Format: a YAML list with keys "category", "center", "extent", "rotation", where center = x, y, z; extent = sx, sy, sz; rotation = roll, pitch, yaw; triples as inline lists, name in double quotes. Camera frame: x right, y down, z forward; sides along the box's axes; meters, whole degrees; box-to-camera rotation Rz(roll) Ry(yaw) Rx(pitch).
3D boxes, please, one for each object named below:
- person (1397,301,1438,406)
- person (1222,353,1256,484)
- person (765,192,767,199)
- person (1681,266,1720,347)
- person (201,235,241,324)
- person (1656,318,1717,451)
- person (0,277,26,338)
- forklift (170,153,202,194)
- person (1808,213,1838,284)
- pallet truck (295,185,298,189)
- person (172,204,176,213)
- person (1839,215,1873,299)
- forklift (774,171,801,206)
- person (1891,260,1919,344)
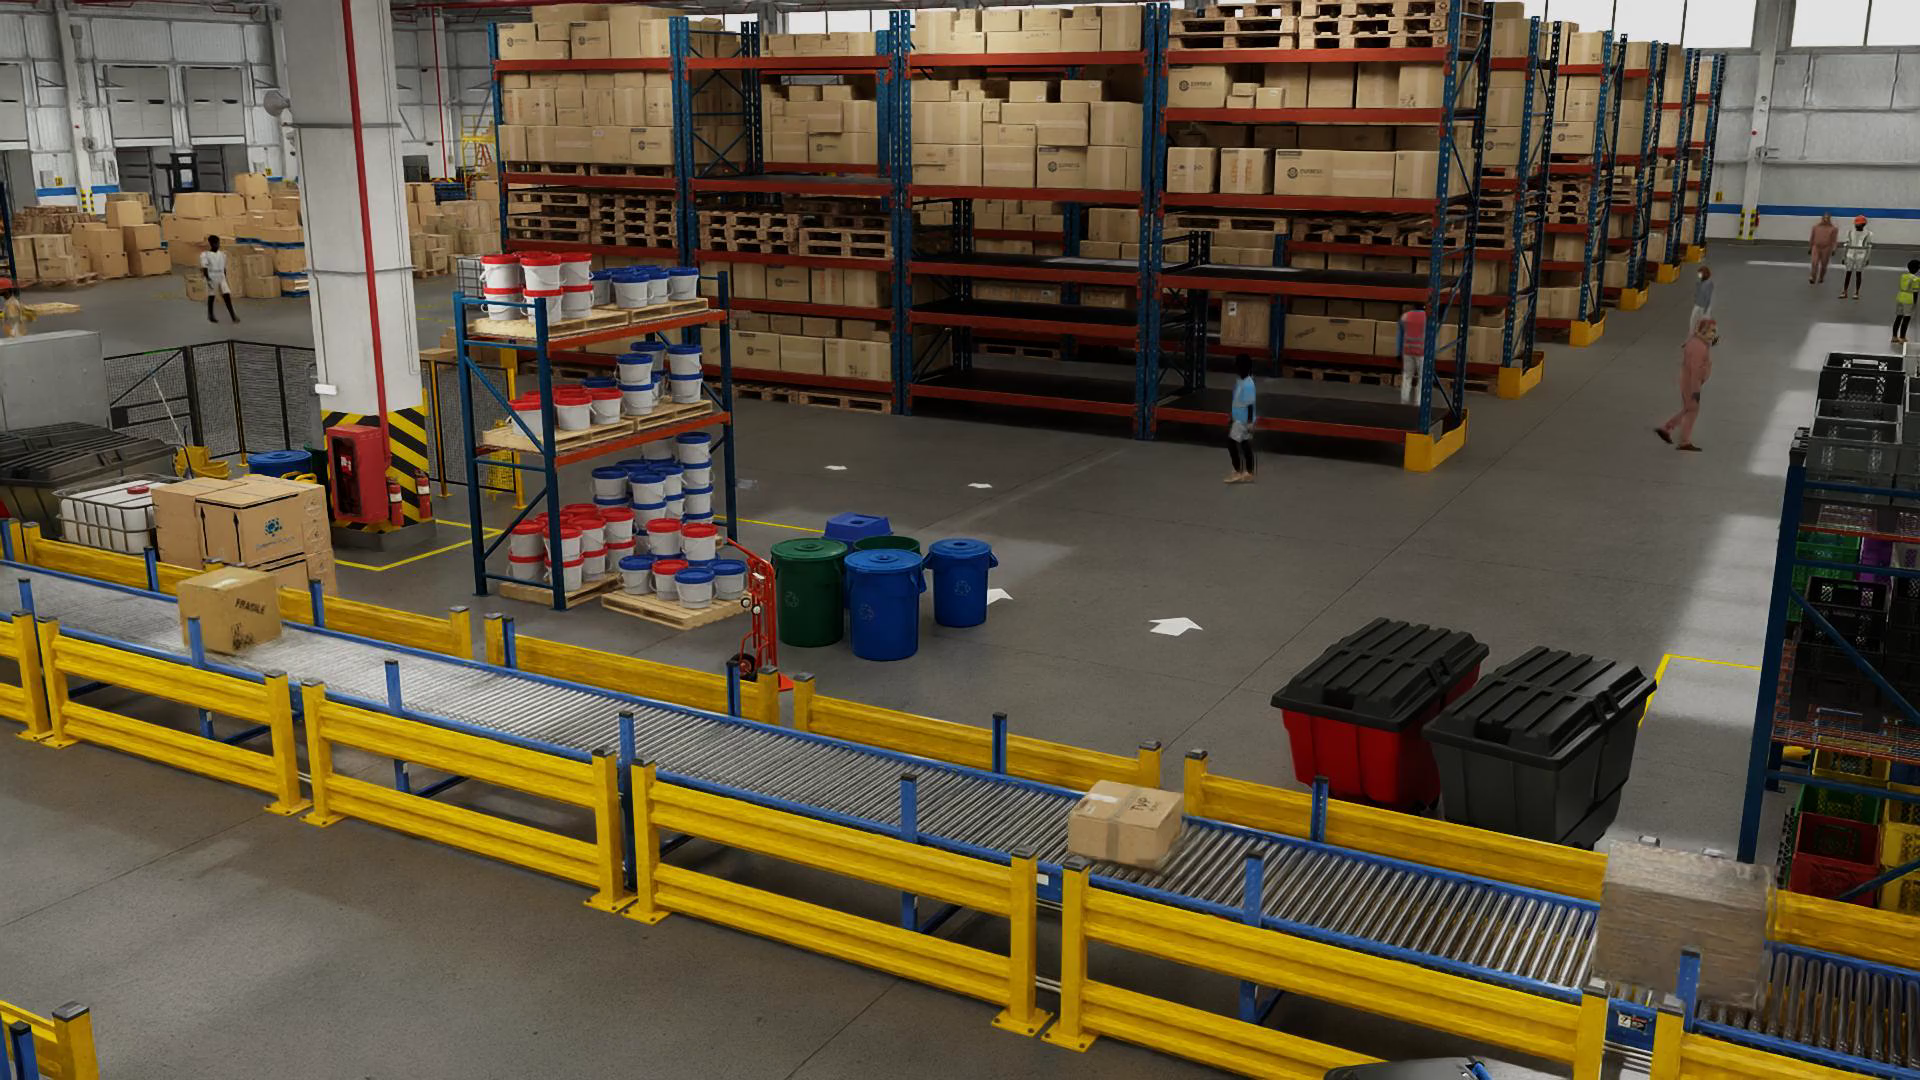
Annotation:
- category: "person"
  center: [7.180, -2.926, 26.118]
  extent: [0.636, 1.829, 0.429]
  rotation: [13, 20, 40]
- category: "person"
  center: [3.528, -1.534, 21.158]
  extent: [0.569, 1.671, 0.546]
  rotation: [0, 15, 1]
- category: "person"
  center: [-8.047, -14.010, 67.595]
  extent: [0.631, 1.931, 0.366]
  rotation: [-6, 16, -21]
- category: "person"
  center: [14.727, -4.617, 32.897]
  extent: [0.758, 1.607, 0.498]
  rotation: [-5, 16, -18]
- category: "person"
  center: [-16.158, -5.656, 36.217]
  extent: [0.969, 1.918, 0.614]
  rotation: [11, 19, 37]
- category: "person"
  center: [10.156, -2.164, 23.164]
  extent: [0.532, 1.880, 0.659]
  rotation: [5, 16, 20]
- category: "person"
  center: [-15.794, -3.449, 27.896]
  extent: [0.599, 1.925, 0.561]
  rotation: [-8, 17, -27]
- category: "forklift"
  center: [-28.889, -13.072, 62.240]
  extent: [1.873, 2.768, 1.129]
  rotation: [8, 17, 28]
- category: "person"
  center: [22.867, -7.723, 44.098]
  extent: [0.666, 1.853, 0.991]
  rotation: [9, 18, 32]
- category: "pallet truck"
  center: [-26.804, -14.617, 69.738]
  extent: [1.885, 1.965, 0.823]
  rotation: [-14, 20, -42]
- category: "person"
  center: [-24.536, -9.958, 52.471]
  extent: [0.573, 1.870, 0.434]
  rotation: [1, 15, 4]
- category: "person"
  center: [21.930, -6.916, 40.708]
  extent: [0.615, 2.038, 0.387]
  rotation: [13, 20, 40]
- category: "forklift"
  center: [-5.539, -10.782, 53.632]
  extent: [1.129, 2.768, 1.873]
  rotation: [8, 17, 27]
- category: "person"
  center: [18.965, -4.766, 33.301]
  extent: [0.322, 1.691, 0.531]
  rotation: [-2, 15, -8]
